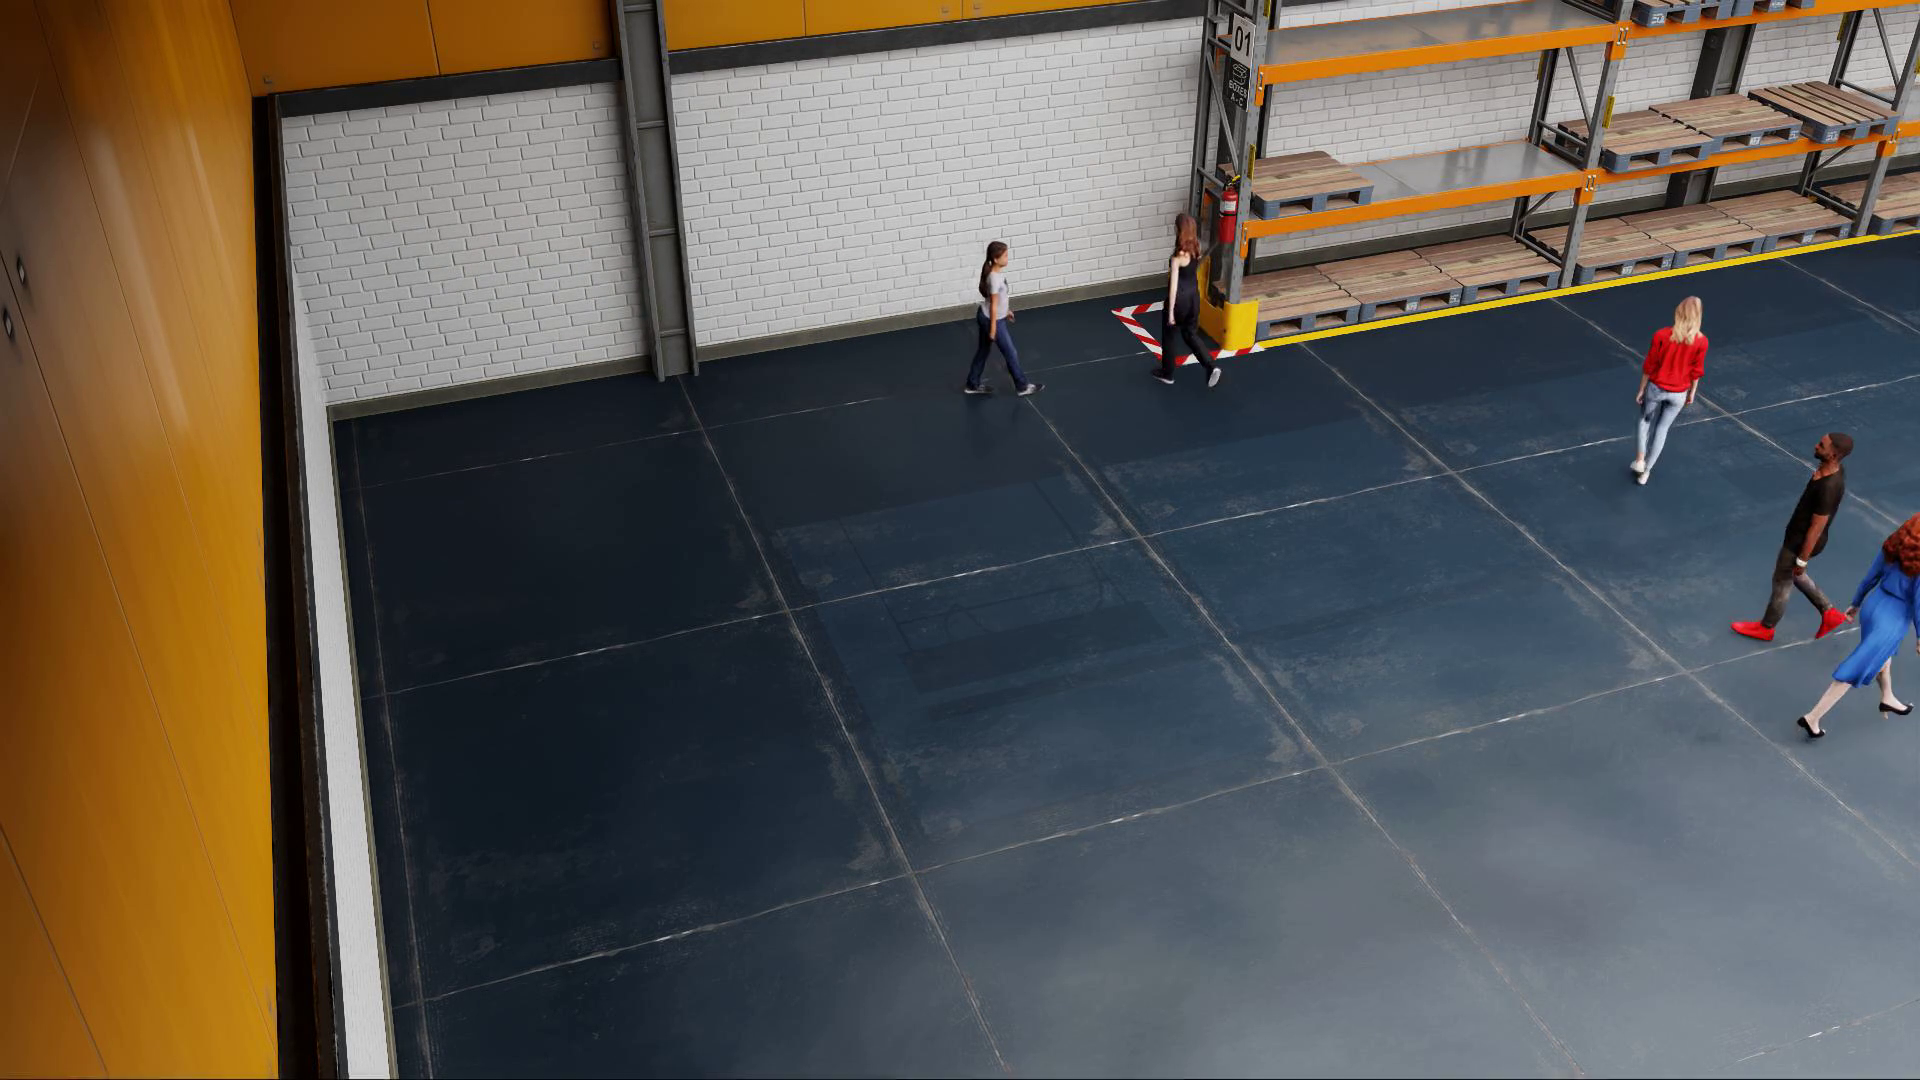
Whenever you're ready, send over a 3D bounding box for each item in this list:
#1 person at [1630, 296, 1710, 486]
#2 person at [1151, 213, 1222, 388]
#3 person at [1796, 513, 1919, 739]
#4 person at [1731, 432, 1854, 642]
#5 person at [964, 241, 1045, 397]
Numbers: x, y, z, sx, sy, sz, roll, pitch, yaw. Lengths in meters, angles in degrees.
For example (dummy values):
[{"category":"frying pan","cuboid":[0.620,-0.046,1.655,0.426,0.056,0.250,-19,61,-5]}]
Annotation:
[{"category":"person","cuboid":[5.914,-1.199,13.931,0.717,1.689,0.797,10,35,15]},{"category":"person","cuboid":[2.136,-2.158,15.343,1.002,1.722,0.871,-28,43,-35]},{"category":"person","cuboid":[6.056,0.631,11.100,1.190,1.774,0.815,-4,34,-6]},{"category":"person","cuboid":[6.187,0.022,12.000,1.048,1.793,1.013,17,37,24]},{"category":"person","cuboid":[0.235,-2.017,15.304,1.024,1.532,0.731,-3,34,-4]}]
